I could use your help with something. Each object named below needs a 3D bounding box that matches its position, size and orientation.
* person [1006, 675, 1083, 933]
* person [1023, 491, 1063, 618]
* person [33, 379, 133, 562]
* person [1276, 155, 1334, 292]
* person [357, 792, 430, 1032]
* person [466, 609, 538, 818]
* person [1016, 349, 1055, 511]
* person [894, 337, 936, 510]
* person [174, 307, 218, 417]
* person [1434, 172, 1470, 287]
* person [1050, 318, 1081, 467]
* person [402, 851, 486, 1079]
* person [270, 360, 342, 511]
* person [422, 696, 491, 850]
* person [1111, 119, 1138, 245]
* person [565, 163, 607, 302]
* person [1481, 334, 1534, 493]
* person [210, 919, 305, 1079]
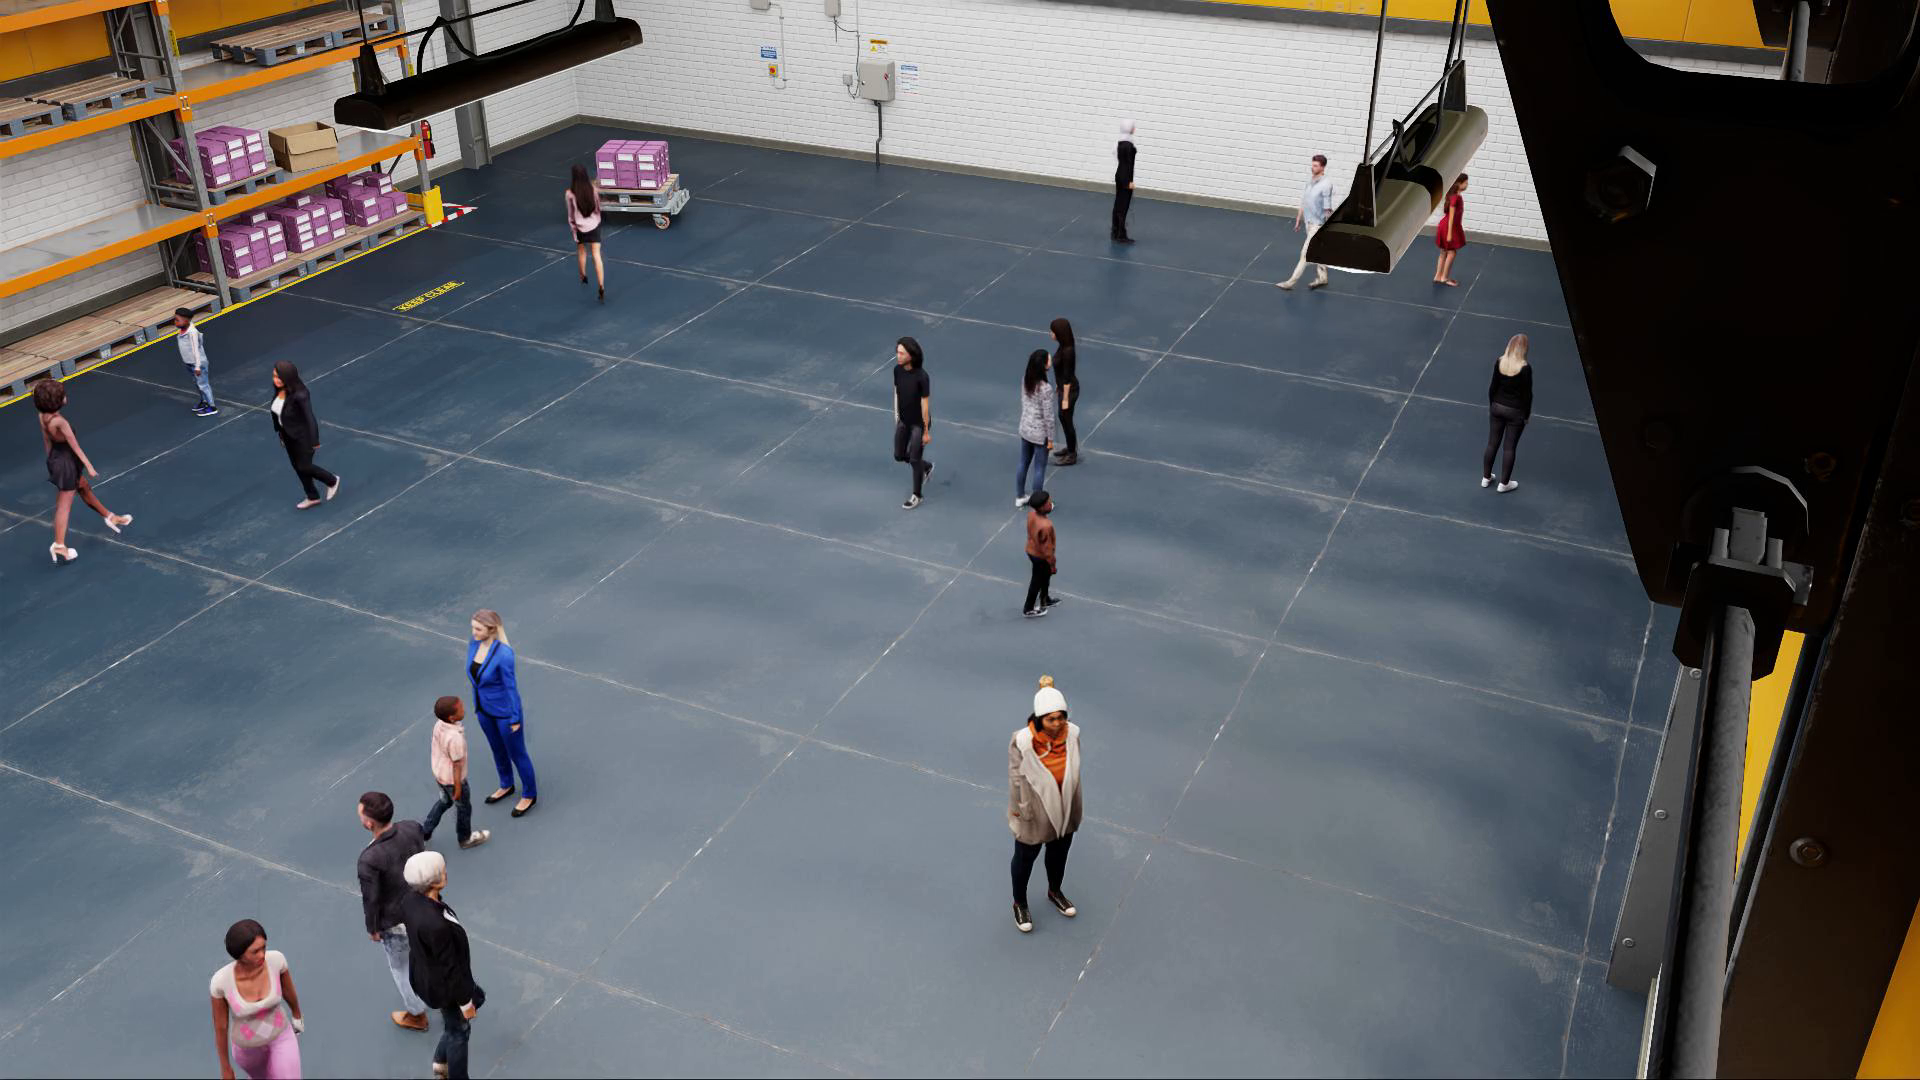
[{"bbox_3d":[0.565,1.748,11.150,0.799,1.890,0.873,-13,31,-23],"label":"person"},{"bbox_3d":[0.645,0.135,14.783,0.754,1.243,0.695,-9,30,-16],"label":"person"},{"bbox_3d":[-8.482,-0.607,15.618,0.749,1.744,1.130,21,35,33],"label":"person"},{"bbox_3d":[4.810,-4.214,22.156,1.180,1.817,1.123,-10,30,-17],"label":"person"},{"bbox_3d":[-3.356,2.308,10.197,0.713,1.820,0.686,13,31,22],"label":"person"},{"bbox_3d":[-3.380,1.245,12.270,0.657,1.700,0.594,18,33,30],"label":"person"},{"bbox_3d":[0.745,-1.085,16.508,0.687,1.733,0.689,-19,34,-31],"label":"person"},{"bbox_3d":[-0.398,-1.215,16.659,0.762,1.815,0.871,24,37,37],"label":"person"},{"bbox_3d":[-8.608,-2.027,18.730,0.565,1.258,0.532,-25,38,-38],"label":"person"},{"bbox_3d":[6.565,-4.195,22.405,0.679,1.545,0.598,6,29,10],"label":"person"},{"bbox_3d":[1.143,-1.561,17.487,0.730,1.631,0.630,-2,29,-4],"label":"person"},{"bbox_3d":[-2.970,2.539,9.447,0.835,1.771,0.887,-14,31,-23],"label":"person"},{"bbox_3d":[-6.536,-1.075,16.624,0.705,1.603,0.790,18,34,30],"label":"person"},{"bbox_3d":[-3.690,1.684,11.893,0.836,1.291,0.731,-23,36,-36],"label":"person"},{"bbox_3d":[2.360,-5.169,23.947,0.745,1.779,0.671,-8,30,-14],"label":"person"},{"bbox_3d":[-4.846,-3.998,21.819,1.104,1.761,1.126,-12,31,-21],"label":"person"},{"bbox_3d":[5.578,-1.298,16.946,0.652,1.687,0.674,-25,37,-37],"label":"person"},{"bbox_3d":[-3.962,2.806,9.428,1.191,1.681,1.144,-14,32,-24],"label":"person"}]
